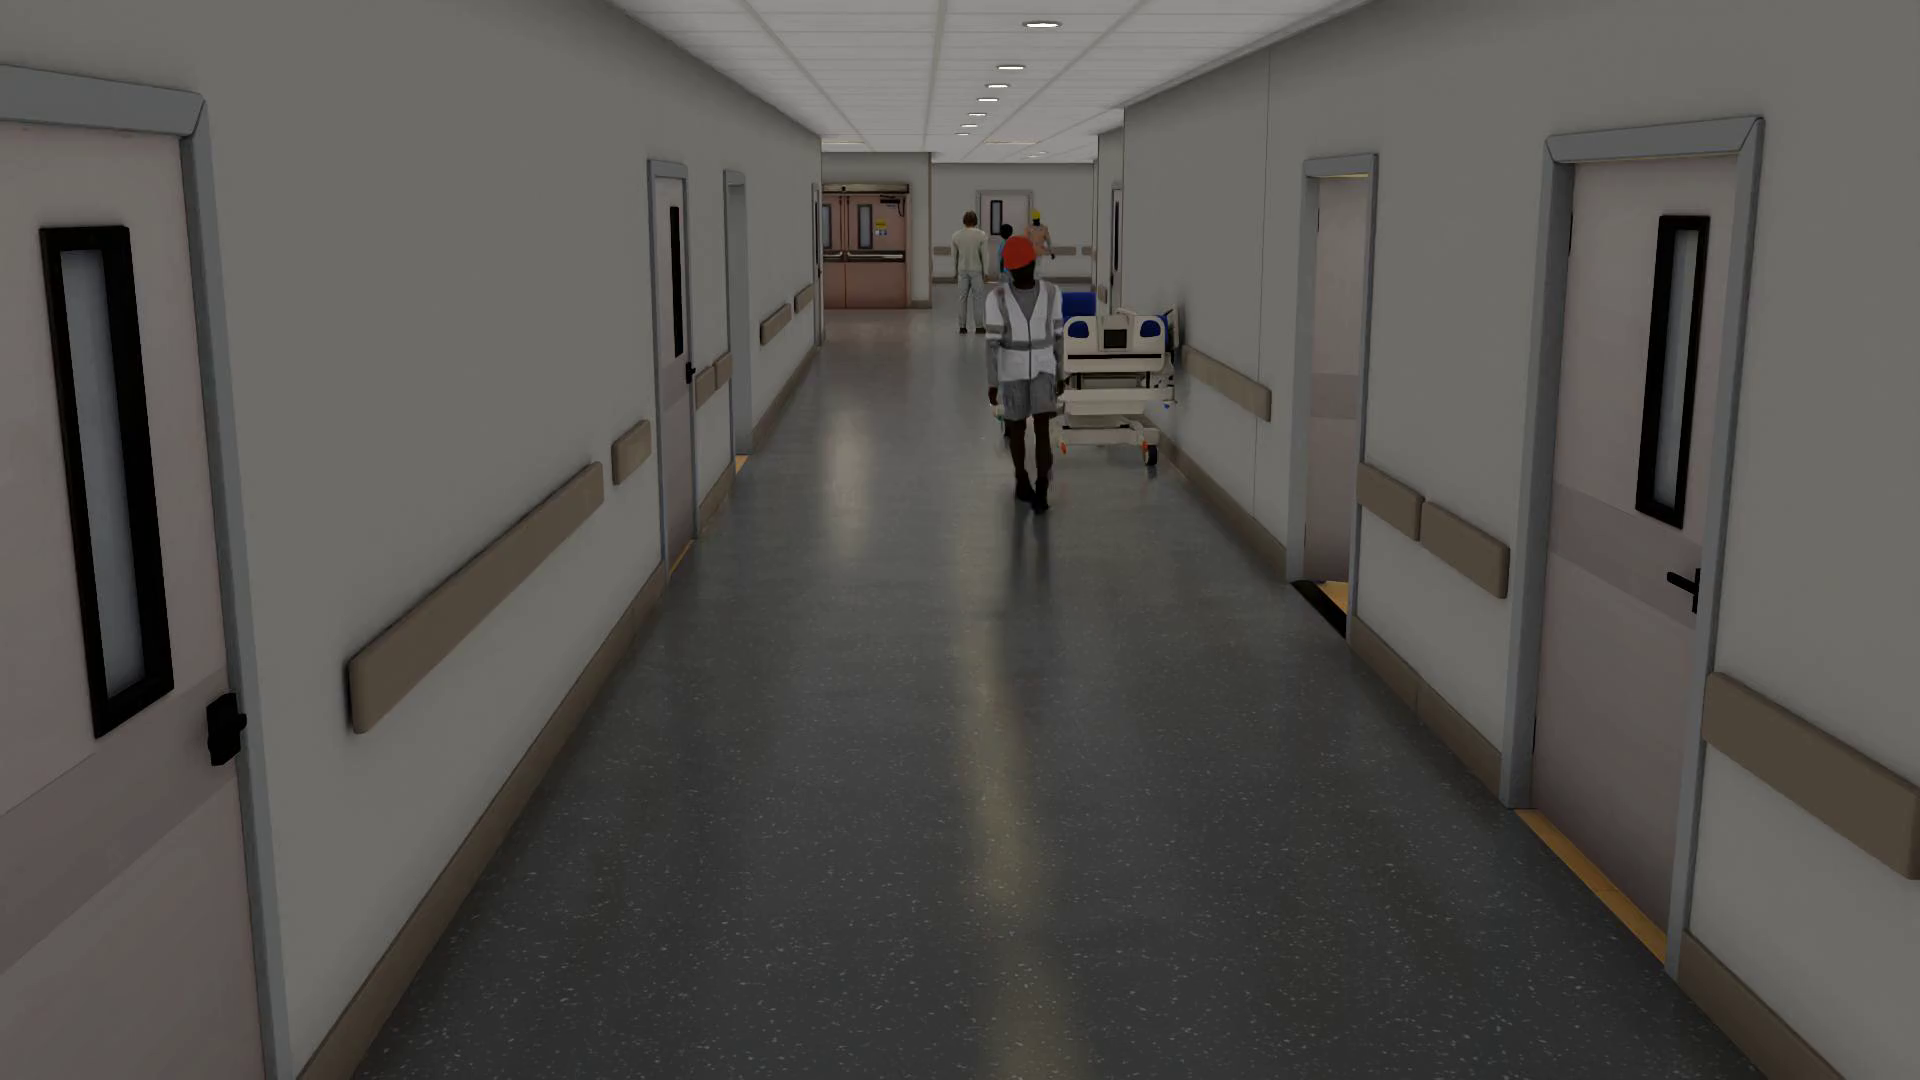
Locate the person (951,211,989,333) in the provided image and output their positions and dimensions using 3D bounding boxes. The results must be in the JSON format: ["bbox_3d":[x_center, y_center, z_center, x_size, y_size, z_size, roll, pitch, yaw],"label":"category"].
[{"bbox_3d":[0.165,-4.258,26.491,0.627,1.940,0.370,3,12,15],"label":"person"}]

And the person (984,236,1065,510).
[{"bbox_3d":[0.466,-1.138,11.435,0.594,1.872,0.898,-1,12,-5],"label":"person"}]

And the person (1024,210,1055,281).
[{"bbox_3d":[1.787,-6.483,37.500,0.629,1.864,1.013,-7,14,-32],"label":"person"}]
